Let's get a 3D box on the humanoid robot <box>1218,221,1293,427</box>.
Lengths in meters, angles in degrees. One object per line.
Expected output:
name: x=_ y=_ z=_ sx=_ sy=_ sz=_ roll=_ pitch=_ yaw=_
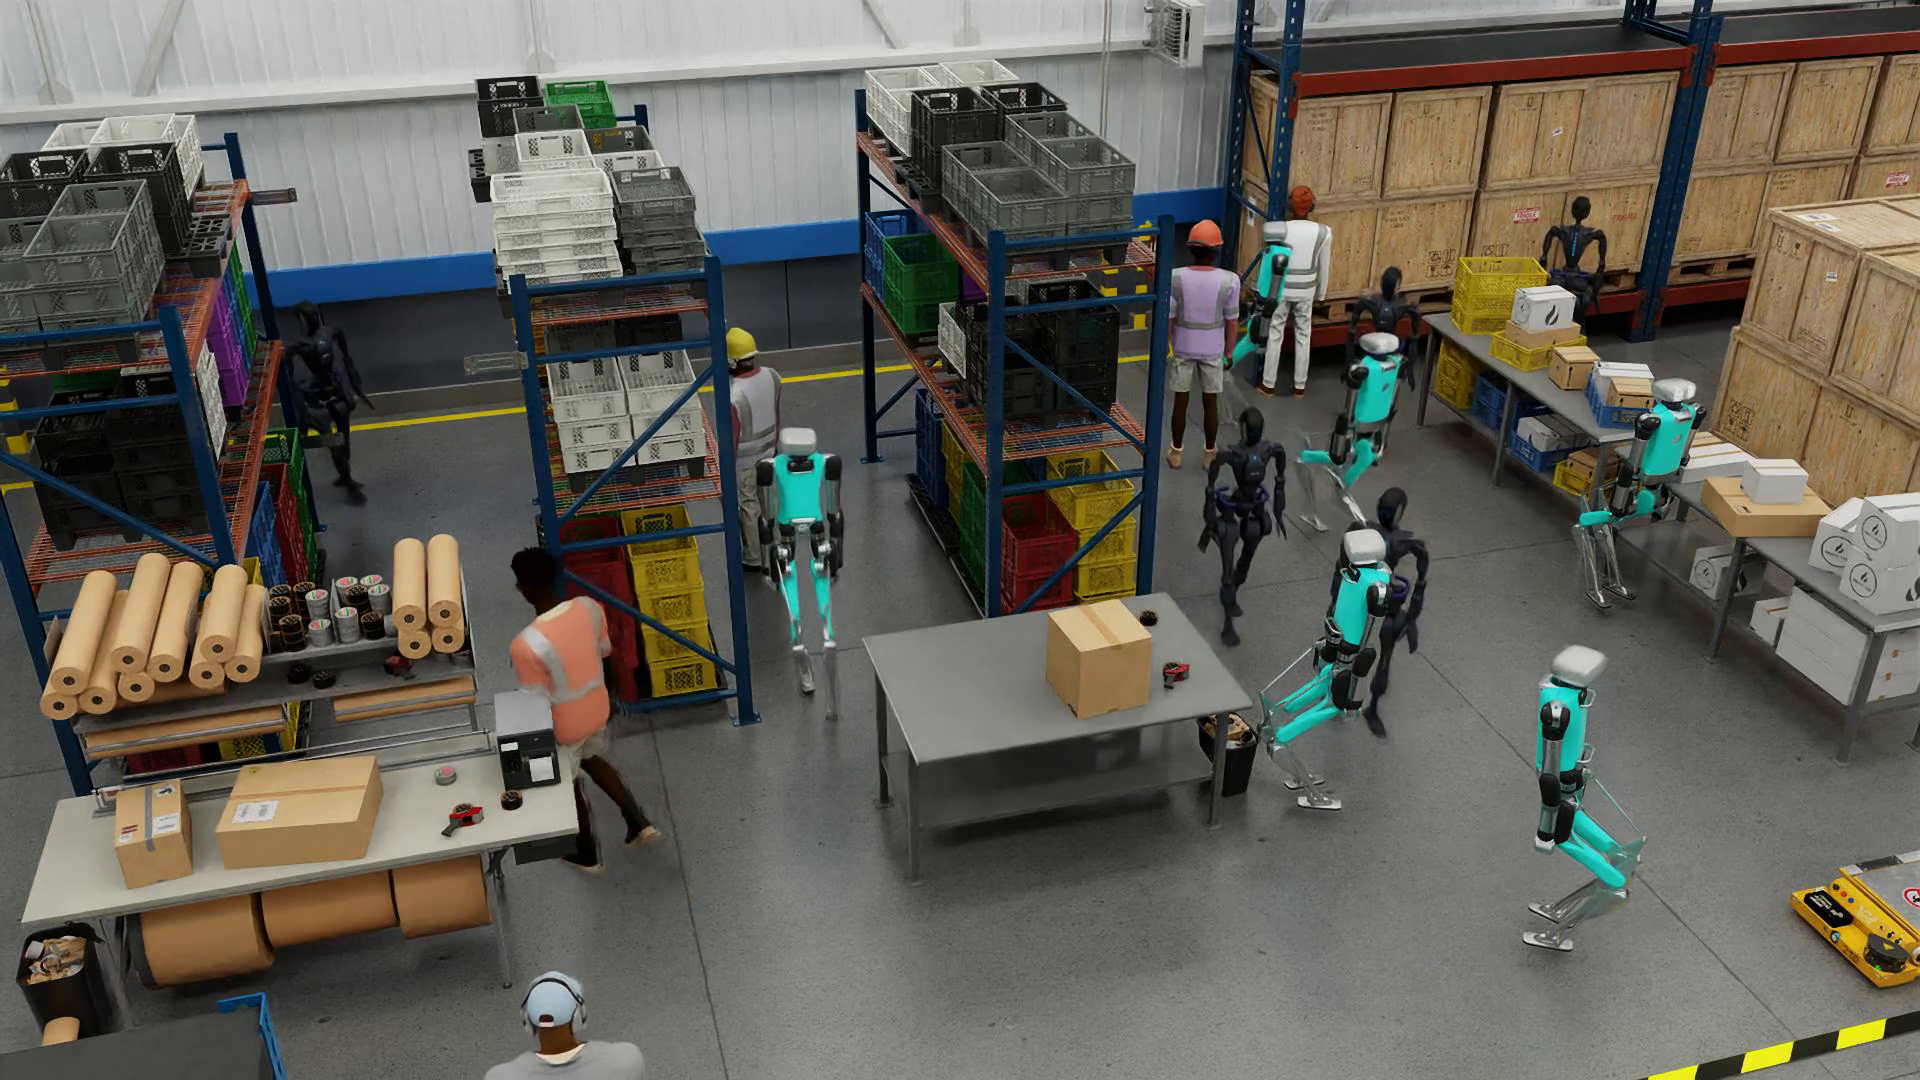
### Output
humanoid robot: x=2.339 y=-1.784 z=13.865 sx=0.730 sy=1.778 sz=0.530 roll=2 pitch=29 yaw=3

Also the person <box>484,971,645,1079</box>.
person: x=-1.425 y=2.351 z=6.247 sx=0.587 sy=1.846 sz=0.406 roll=-7 pitch=30 yaw=-13

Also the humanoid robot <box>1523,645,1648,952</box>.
humanoid robot: x=3.101 y=1.313 z=8.113 sx=0.735 sy=1.673 sz=0.533 roll=15 pitch=32 yaw=25

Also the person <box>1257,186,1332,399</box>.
person: x=2.879 y=-2.129 z=14.364 sx=0.570 sy=1.877 sz=0.338 roll=2 pitch=29 yaw=3

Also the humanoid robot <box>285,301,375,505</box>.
humanoid robot: x=-4.790 y=-1.063 z=12.642 sx=0.548 sy=1.640 sz=0.608 roll=21 pitch=35 yaw=33

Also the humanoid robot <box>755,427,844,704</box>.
humanoid robot: x=-0.929 y=0.287 z=10.220 sx=0.539 sy=1.899 sz=0.760 roll=-7 pitch=30 yaw=-12

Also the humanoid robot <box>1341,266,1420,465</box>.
humanoid robot: x=3.397 y=-1.462 z=13.428 sx=0.591 sy=1.646 sz=0.765 roll=8 pitch=30 yaw=15

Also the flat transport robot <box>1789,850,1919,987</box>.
flat transport robot: x=5.163 y=1.916 z=8.676 sx=1.431 sy=0.231 sz=0.659 roll=-8 pitch=30 yaw=-14

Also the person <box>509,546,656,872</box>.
person: x=-2.018 y=0.930 z=8.739 sx=0.583 sy=1.941 sz=0.614 roll=15 pitch=32 yaw=26

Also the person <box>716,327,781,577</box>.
person: x=-1.487 y=-0.614 z=11.654 sx=0.403 sy=1.830 sz=0.595 roll=18 pitch=33 yaw=29

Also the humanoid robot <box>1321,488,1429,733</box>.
humanoid robot: x=2.508 y=0.381 z=10.014 sx=0.589 sy=1.647 sz=0.442 roll=14 pitch=32 yaw=24

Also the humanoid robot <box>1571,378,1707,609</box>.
humanoid robot: x=4.470 y=-0.378 z=11.185 sx=0.533 sy=1.677 sz=0.735 roll=-12 pitch=31 yaw=-21

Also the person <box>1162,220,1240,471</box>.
person: x=1.865 y=-1.513 z=13.081 sx=0.605 sy=2.038 sz=0.391 roll=5 pitch=29 yaw=8

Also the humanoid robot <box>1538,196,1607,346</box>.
humanoid robot: x=5.372 y=-2.191 z=14.691 sx=0.602 sy=1.647 sz=0.467 roll=11 pitch=31 yaw=20

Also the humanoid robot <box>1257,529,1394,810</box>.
humanoid robot: x=1.933 y=0.731 z=9.167 sx=0.735 sy=1.677 sz=0.533 roll=-3 pitch=29 yaw=-6

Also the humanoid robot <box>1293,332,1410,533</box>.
humanoid robot: x=2.781 y=-0.721 z=11.962 sx=0.550 sy=1.729 sz=1.063 roll=-17 pitch=33 yaw=-29

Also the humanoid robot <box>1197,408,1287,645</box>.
humanoid robot: x=1.890 y=-0.124 z=10.954 sx=0.608 sy=1.627 sz=0.722 roll=-6 pitch=29 yaw=-11
